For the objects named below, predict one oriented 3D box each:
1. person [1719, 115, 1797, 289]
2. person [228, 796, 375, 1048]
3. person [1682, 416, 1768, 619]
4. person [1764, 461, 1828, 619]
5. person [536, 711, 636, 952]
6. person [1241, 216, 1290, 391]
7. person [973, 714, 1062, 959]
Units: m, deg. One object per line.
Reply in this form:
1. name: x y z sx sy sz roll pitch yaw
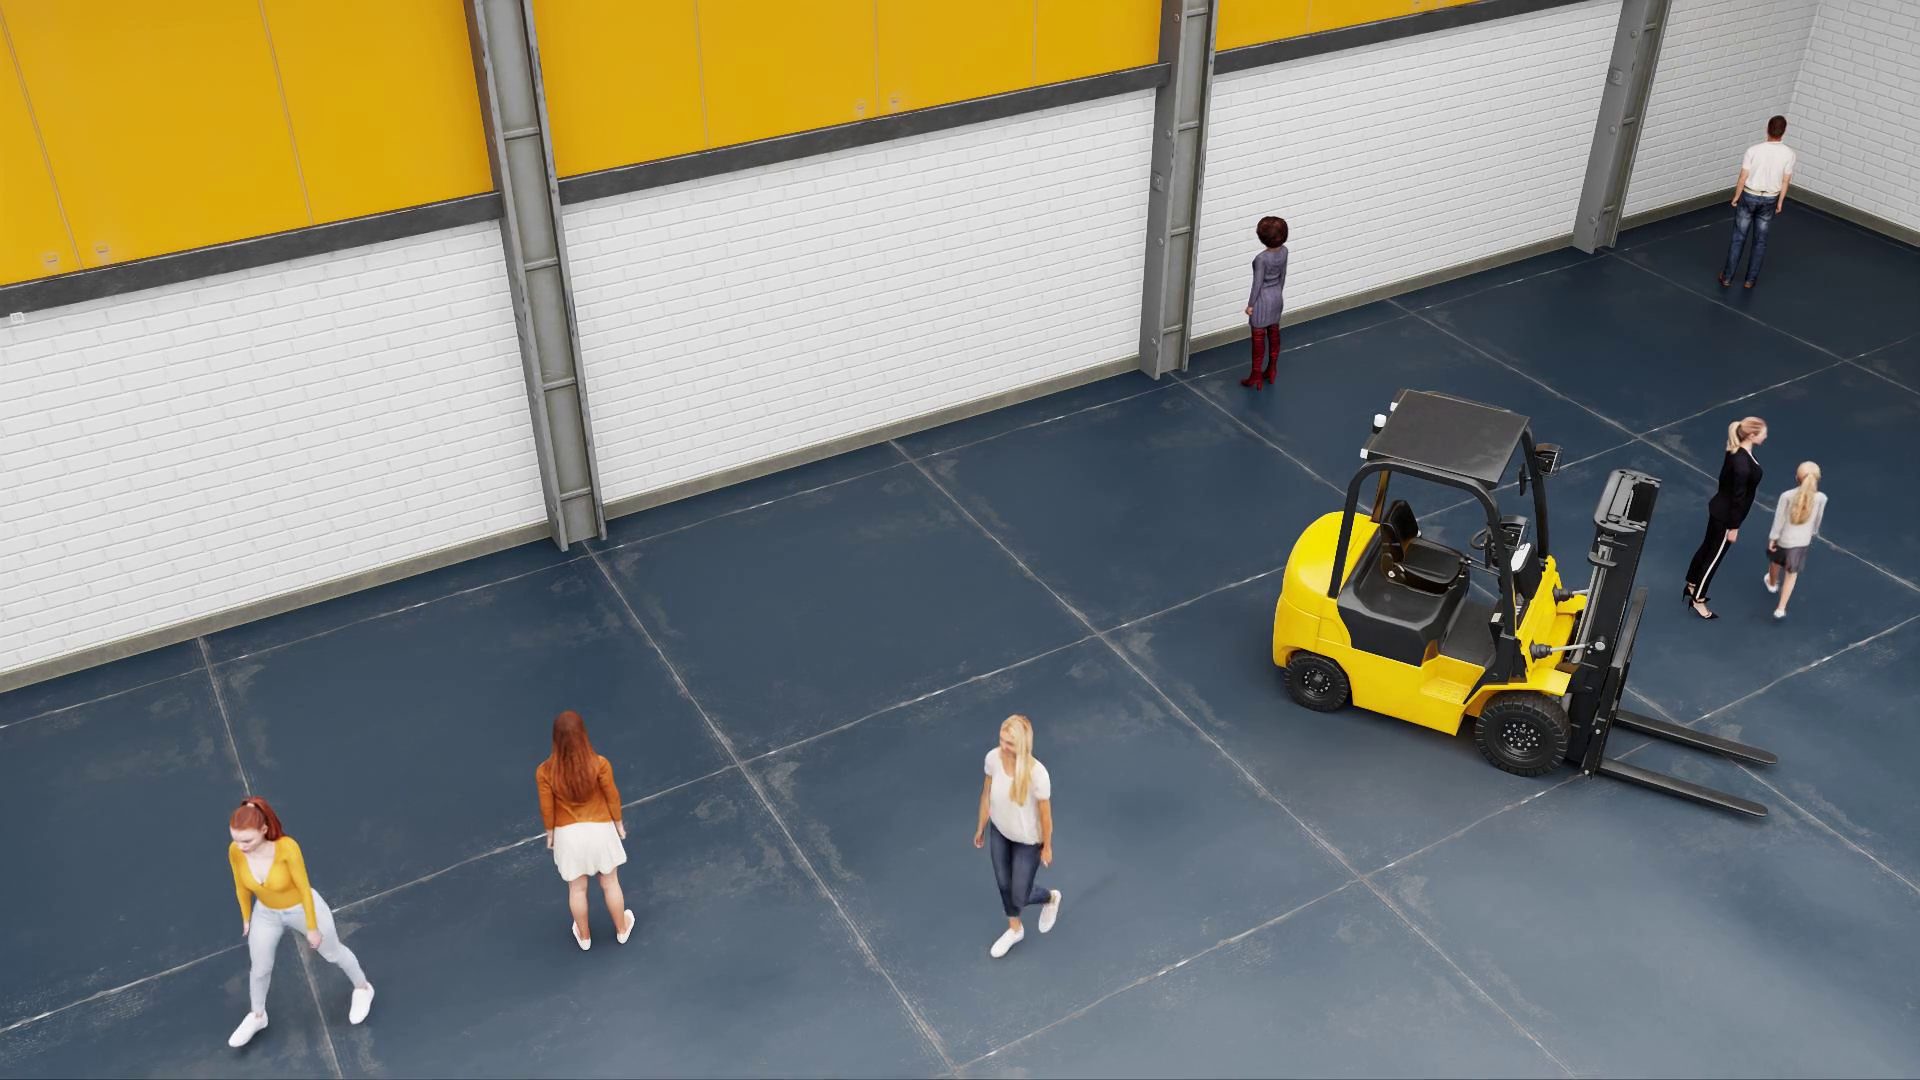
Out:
1. person: 8.437 -3.573 17.580 0.746 1.854 0.796 10 35 15
2. person: -3.744 2.086 9.187 0.955 1.720 1.062 2 34 2
3. person: 5.792 -0.181 12.609 0.732 1.707 0.690 6 34 8
4. person: 6.381 0.016 12.727 0.852 1.249 0.932 10 35 15
5. person: -2.195 1.716 9.742 0.605 1.722 0.740 -7 34 -10
6. person: 2.903 -2.238 15.701 0.453 1.711 0.655 -20 39 -27
7. person: 0.391 1.685 9.722 0.736 1.795 0.830 27 42 34
